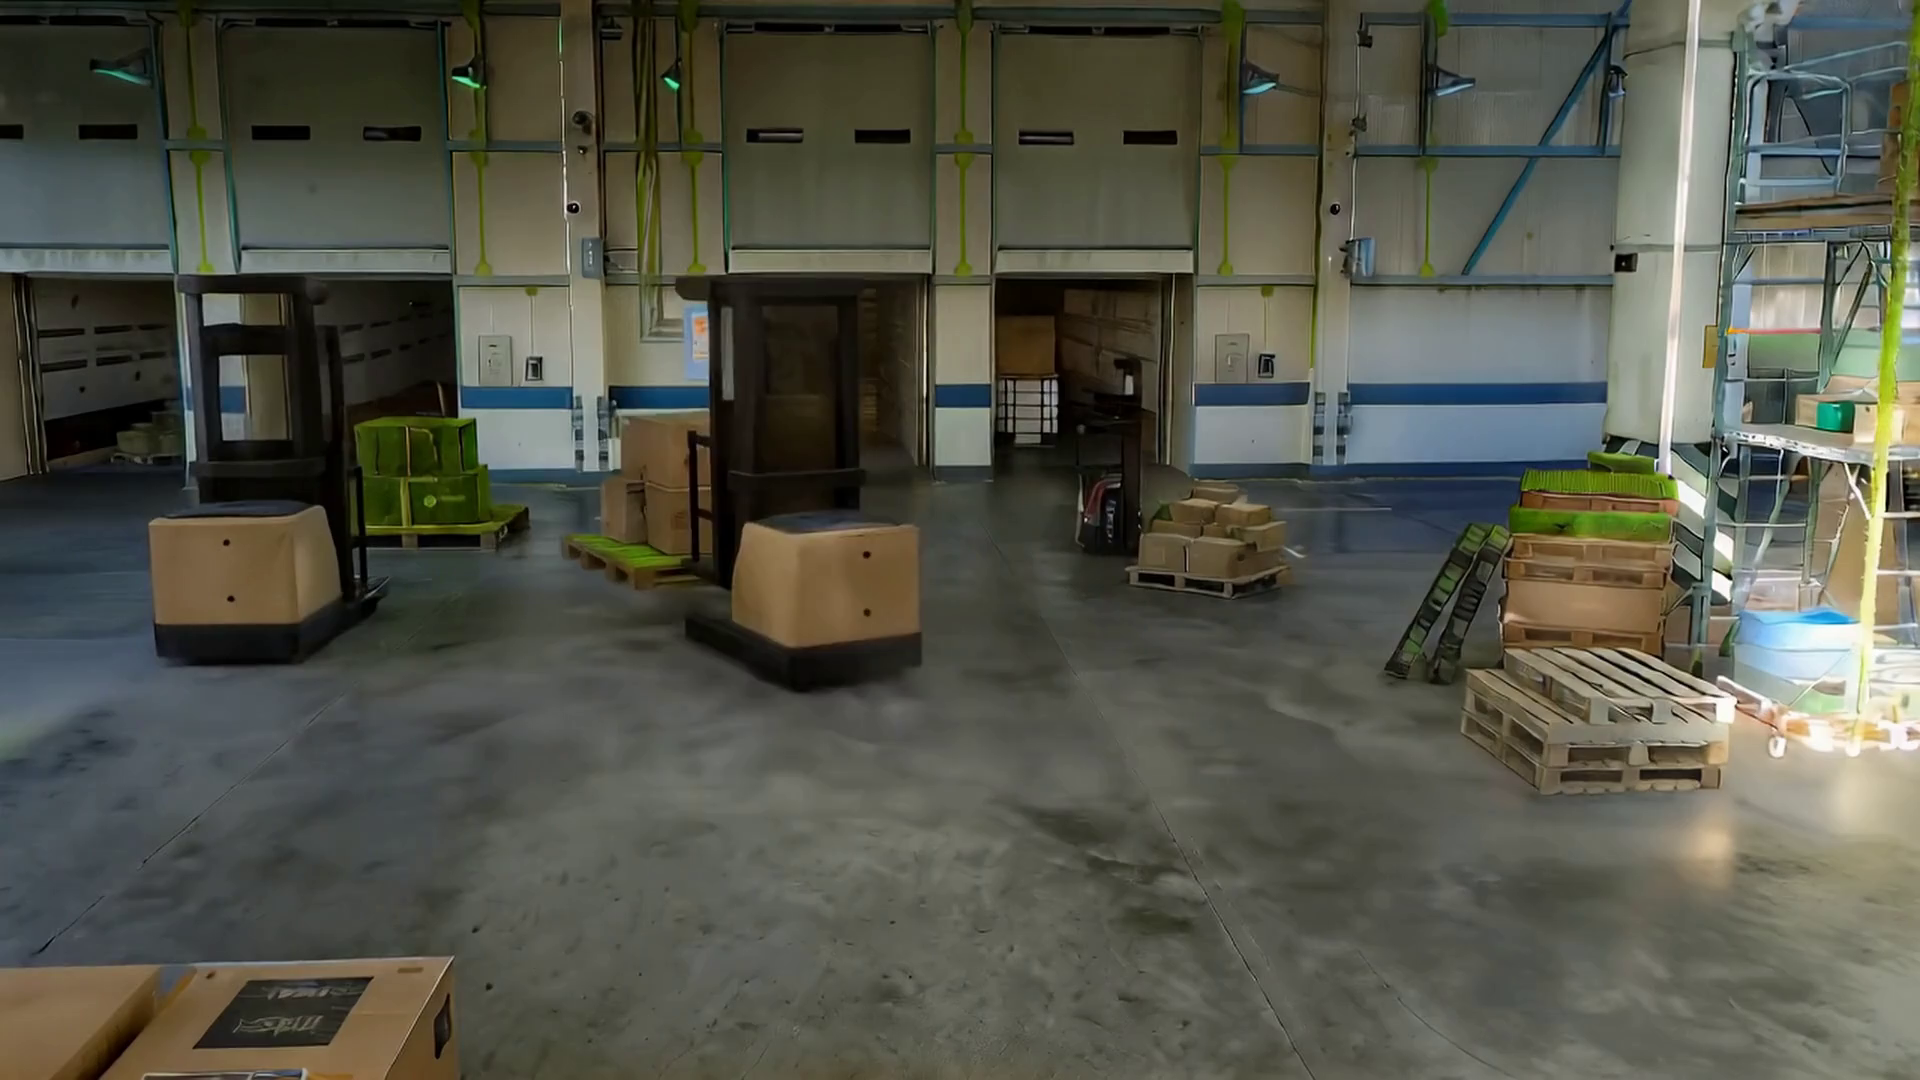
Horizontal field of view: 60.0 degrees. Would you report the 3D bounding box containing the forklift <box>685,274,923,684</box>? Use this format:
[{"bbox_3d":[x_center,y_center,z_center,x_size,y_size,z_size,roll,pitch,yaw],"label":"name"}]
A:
[{"bbox_3d":[-1.151,-0.522,12.024,1.129,2.768,1.873,-5,10,-30],"label":"forklift"}]

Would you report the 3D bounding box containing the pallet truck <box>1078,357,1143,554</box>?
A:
[{"bbox_3d":[2.088,-0.836,16.757,1.885,1.965,0.823,2,9,13],"label":"pallet truck"}]

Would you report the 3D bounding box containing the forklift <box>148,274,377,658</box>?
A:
[{"bbox_3d":[-5.346,-0.626,12.680,1.129,2.768,1.873,-1,9,-4],"label":"forklift"}]
